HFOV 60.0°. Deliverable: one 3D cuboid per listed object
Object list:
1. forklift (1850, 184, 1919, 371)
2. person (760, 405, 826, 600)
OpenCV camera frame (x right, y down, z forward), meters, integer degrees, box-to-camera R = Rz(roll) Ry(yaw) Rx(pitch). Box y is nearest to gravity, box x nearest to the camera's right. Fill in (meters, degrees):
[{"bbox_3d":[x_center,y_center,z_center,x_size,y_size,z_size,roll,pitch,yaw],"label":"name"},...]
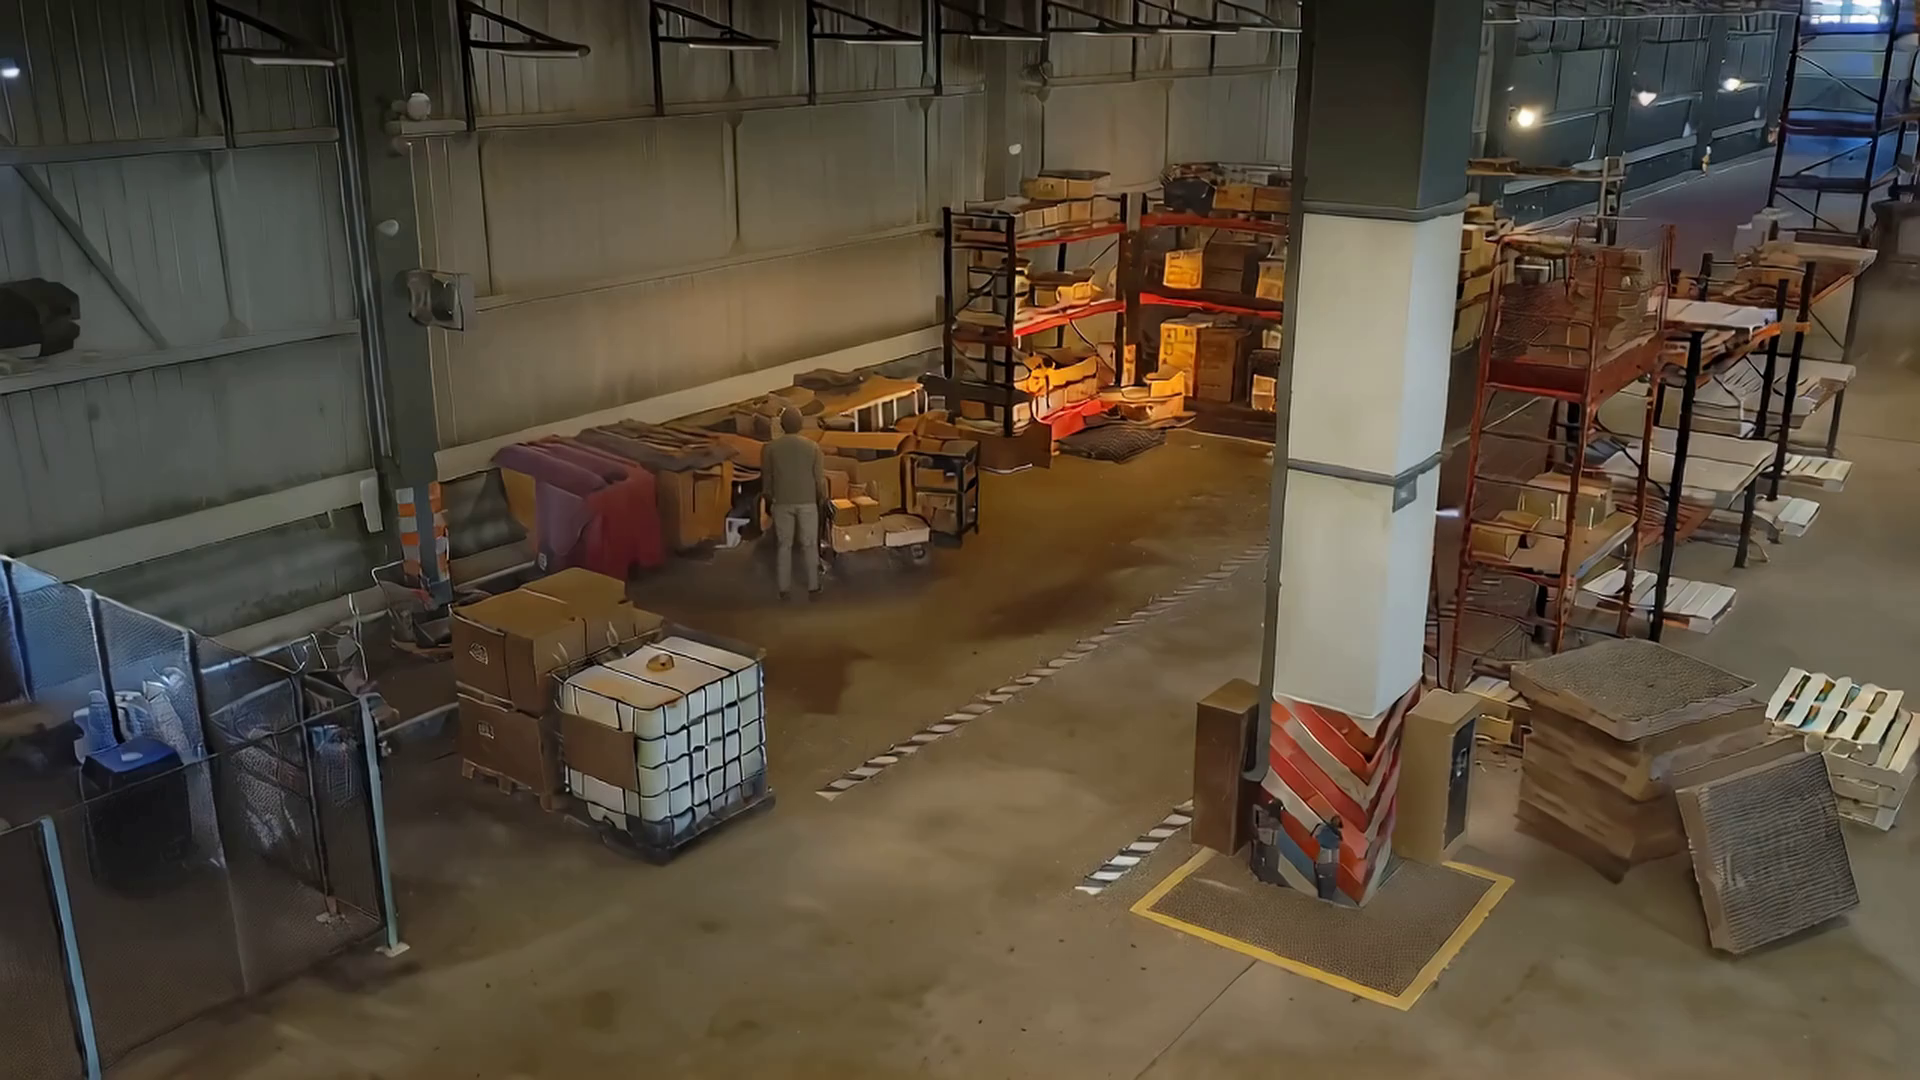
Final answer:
[{"bbox_3d":[15.277,-4.297,26.770,1.129,2.768,1.873,13,22,34],"label":"forklift"},{"bbox_3d":[-1.615,-0.354,16.198,0.629,1.937,0.379,0,18,-1],"label":"person"}]
